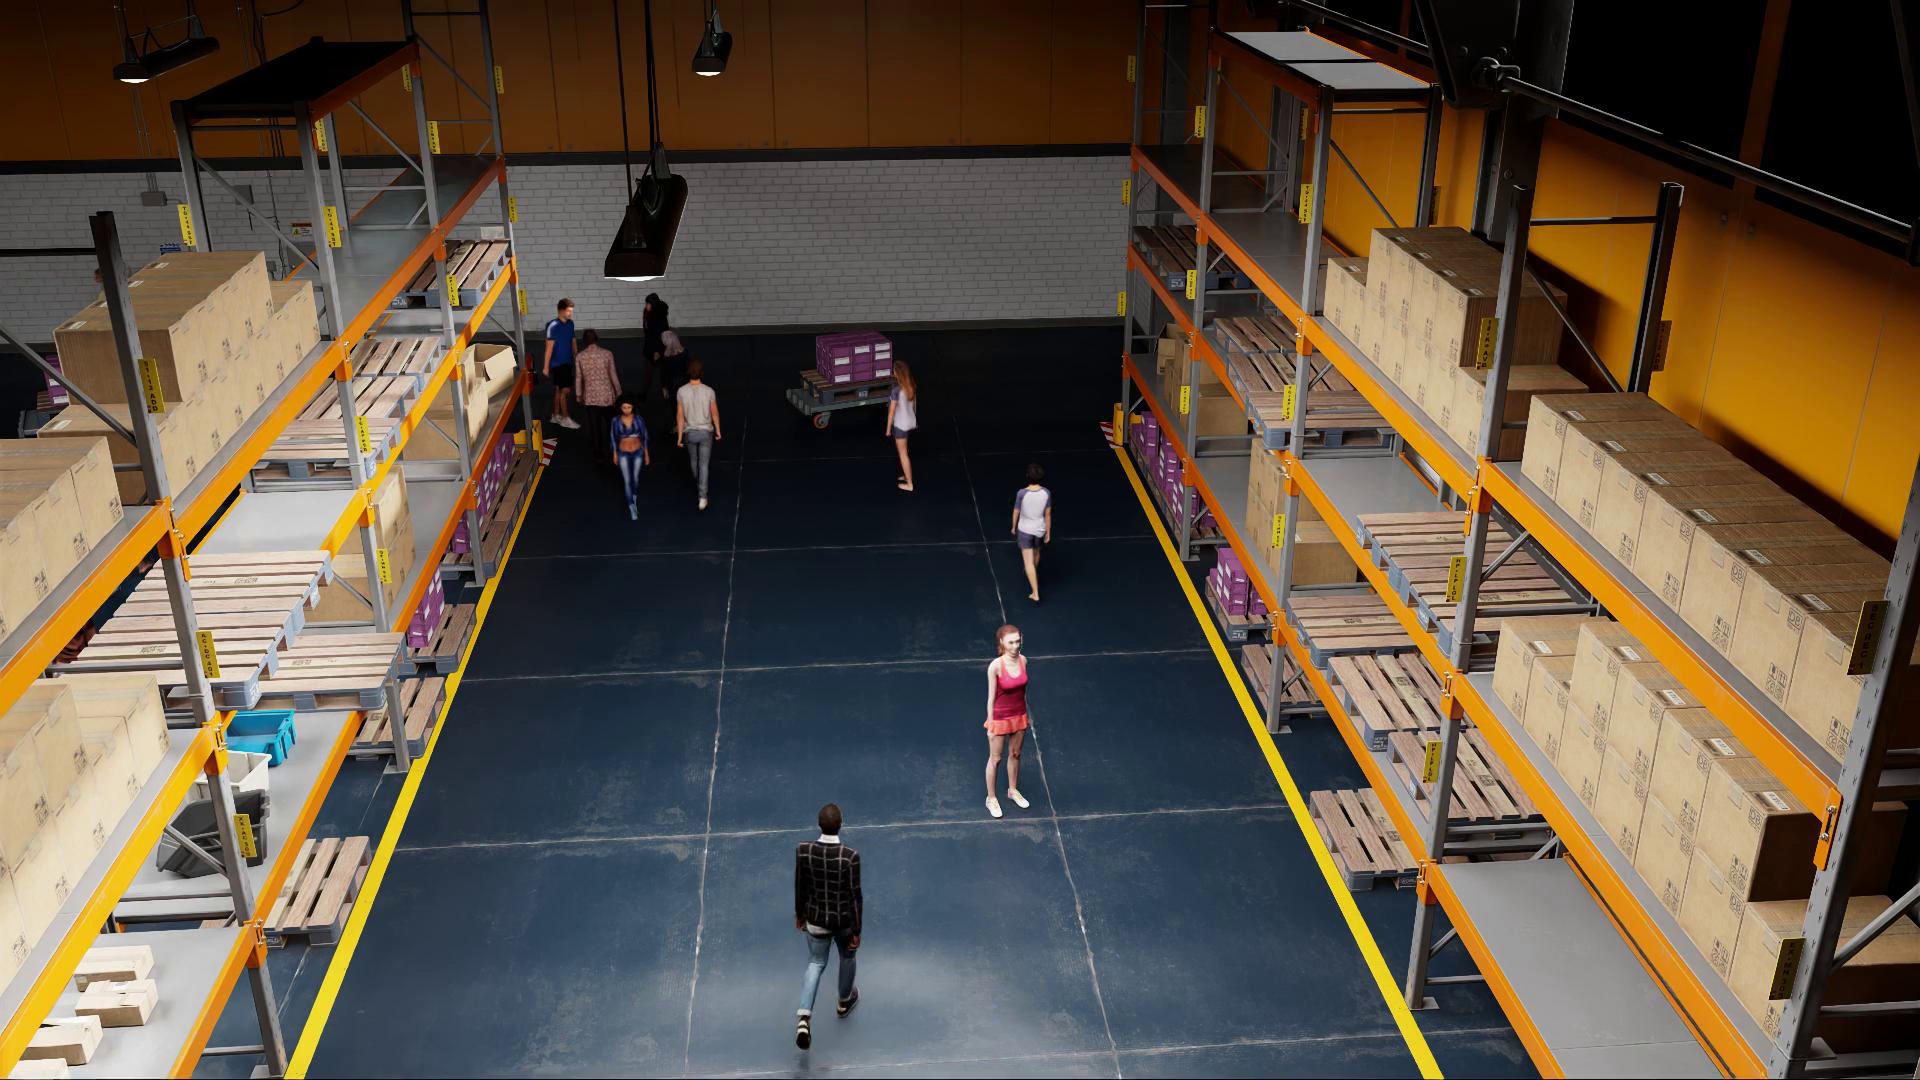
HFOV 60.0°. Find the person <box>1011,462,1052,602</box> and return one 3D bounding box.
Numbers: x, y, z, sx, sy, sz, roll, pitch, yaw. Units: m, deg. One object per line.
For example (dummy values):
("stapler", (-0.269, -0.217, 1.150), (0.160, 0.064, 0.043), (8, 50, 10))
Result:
("person", (0.805, -0.067, 18.268), (0.713, 1.519, 1.065), (-7, 25, -16))

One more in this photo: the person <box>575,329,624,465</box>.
("person", (-4.797, -1.866, 22.083), (0.855, 1.760, 1.136), (-4, 24, -10))

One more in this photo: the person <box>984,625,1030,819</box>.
("person", (0.413, 1.529, 14.322), (0.658, 1.754, 0.683), (-14, 27, -29))

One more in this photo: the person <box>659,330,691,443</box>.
("person", (-3.733, -1.940, 22.330), (1.000, 1.697, 1.198), (-14, 27, -29))

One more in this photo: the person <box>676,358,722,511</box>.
("person", (-3.244, -1.275, 20.623), (0.694, 1.845, 1.195), (-2, 24, -5))

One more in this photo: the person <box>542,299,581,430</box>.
("person", (-5.699, -2.500, 23.452), (0.995, 1.824, 0.942), (12, 26, 25))

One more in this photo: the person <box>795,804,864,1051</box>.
("person", (-0.932, 2.709, 11.574), (0.900, 1.794, 1.181), (6, 24, 12))

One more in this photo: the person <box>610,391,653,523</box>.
("person", (-4.056, -1.054, 20.440), (0.783, 1.587, 1.029), (-7, 25, -17))

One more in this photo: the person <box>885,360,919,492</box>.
("person", (-0.644, -1.435, 21.149), (0.804, 1.717, 0.738), (17, 29, 33))

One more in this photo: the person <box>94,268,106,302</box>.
("person", (-12.948, -3.353, 25.550), (0.905, 1.706, 0.570), (6, 24, 13))

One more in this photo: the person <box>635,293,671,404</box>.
("person", (-4.339, -2.794, 24.374), (1.043, 1.624, 1.103), (-15, 28, -30))
